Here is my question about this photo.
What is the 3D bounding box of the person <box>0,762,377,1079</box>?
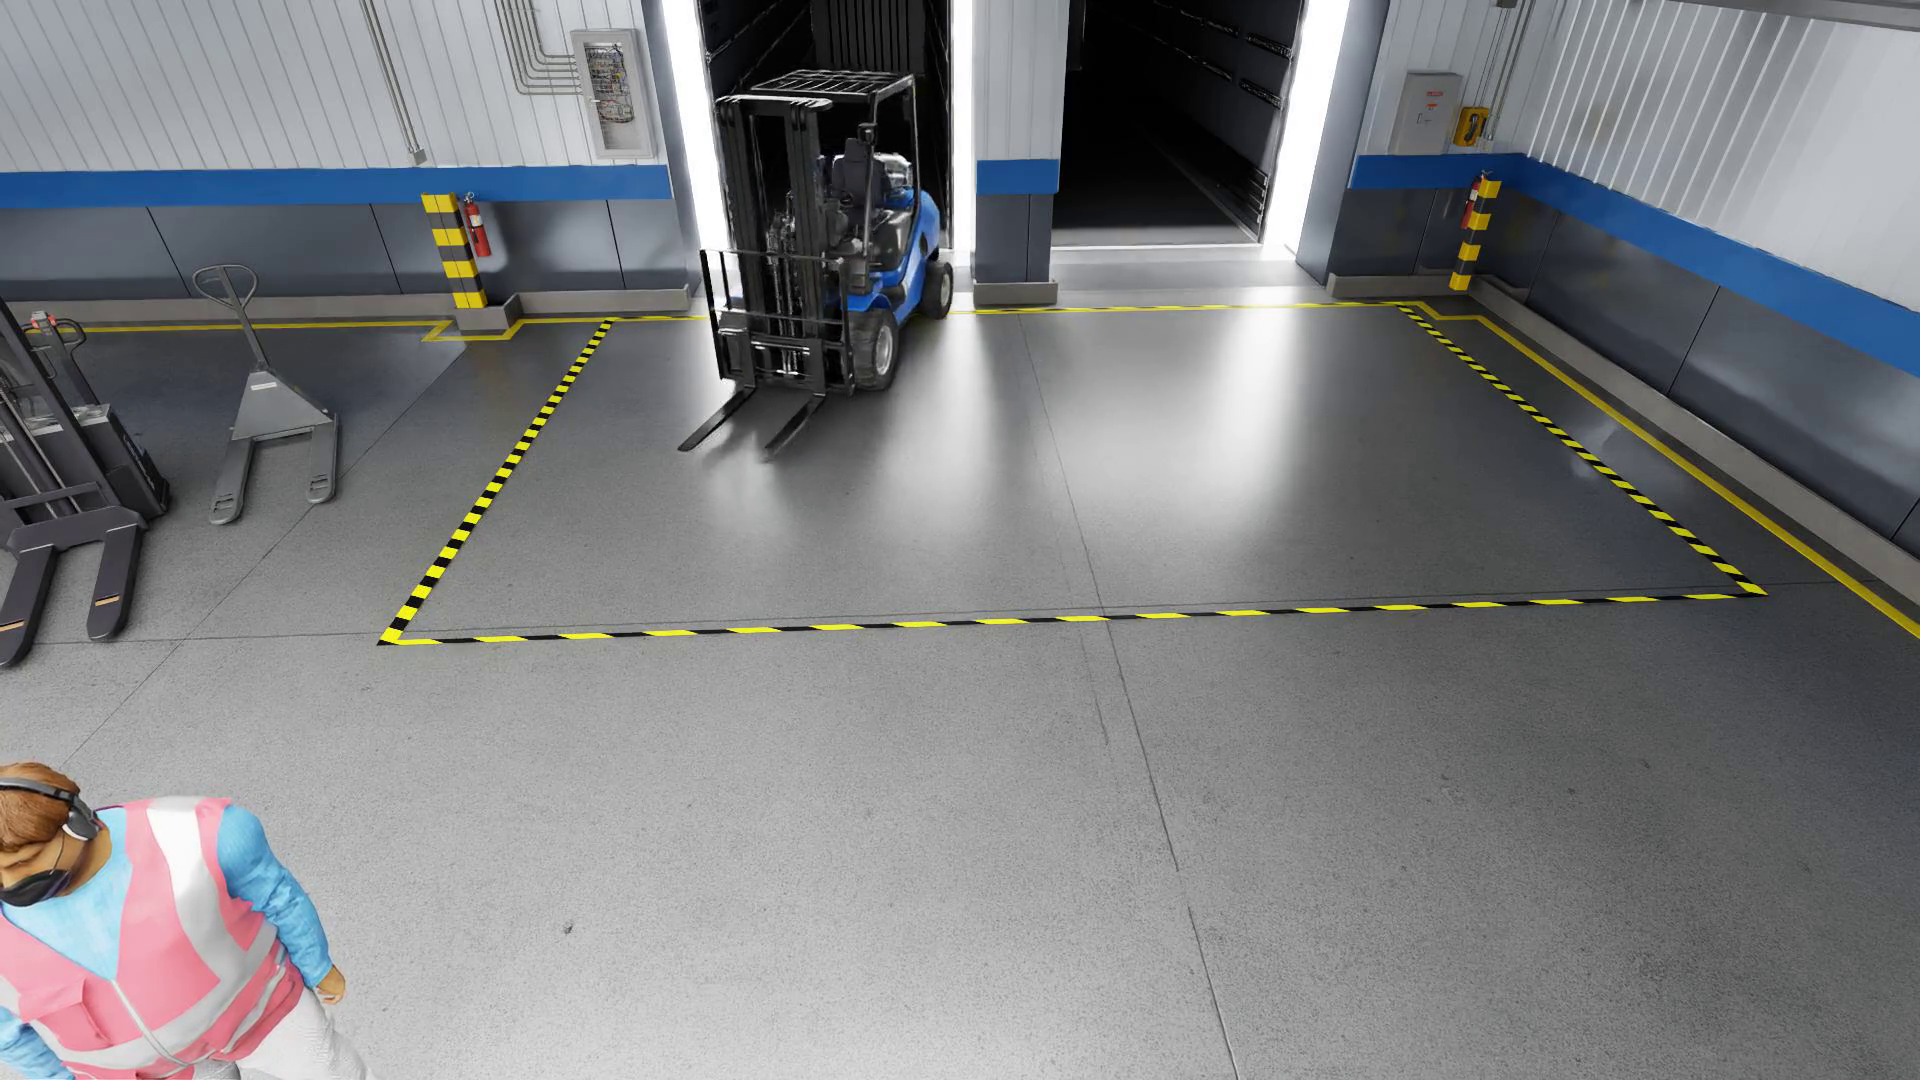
[{"bbox_3d":[-1.949,1.236,2.349,0.632,1.841,0.429,-22,40,-28],"label":"person"}]

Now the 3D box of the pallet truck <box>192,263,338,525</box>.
[{"bbox_3d":[-4.778,-1.027,6.128,0.680,1.201,1.601,-17,38,-23],"label":"pallet truck"}]

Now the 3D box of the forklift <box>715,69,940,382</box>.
[{"bbox_3d":[-1.006,-2.722,7.586,1.157,2.036,2.680,9,36,13],"label":"forklift"}]

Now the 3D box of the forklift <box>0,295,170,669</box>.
[{"bbox_3d":[-5.212,-0.618,4.878,0.823,1.965,1.885,-20,39,-26],"label":"forklift"}]
